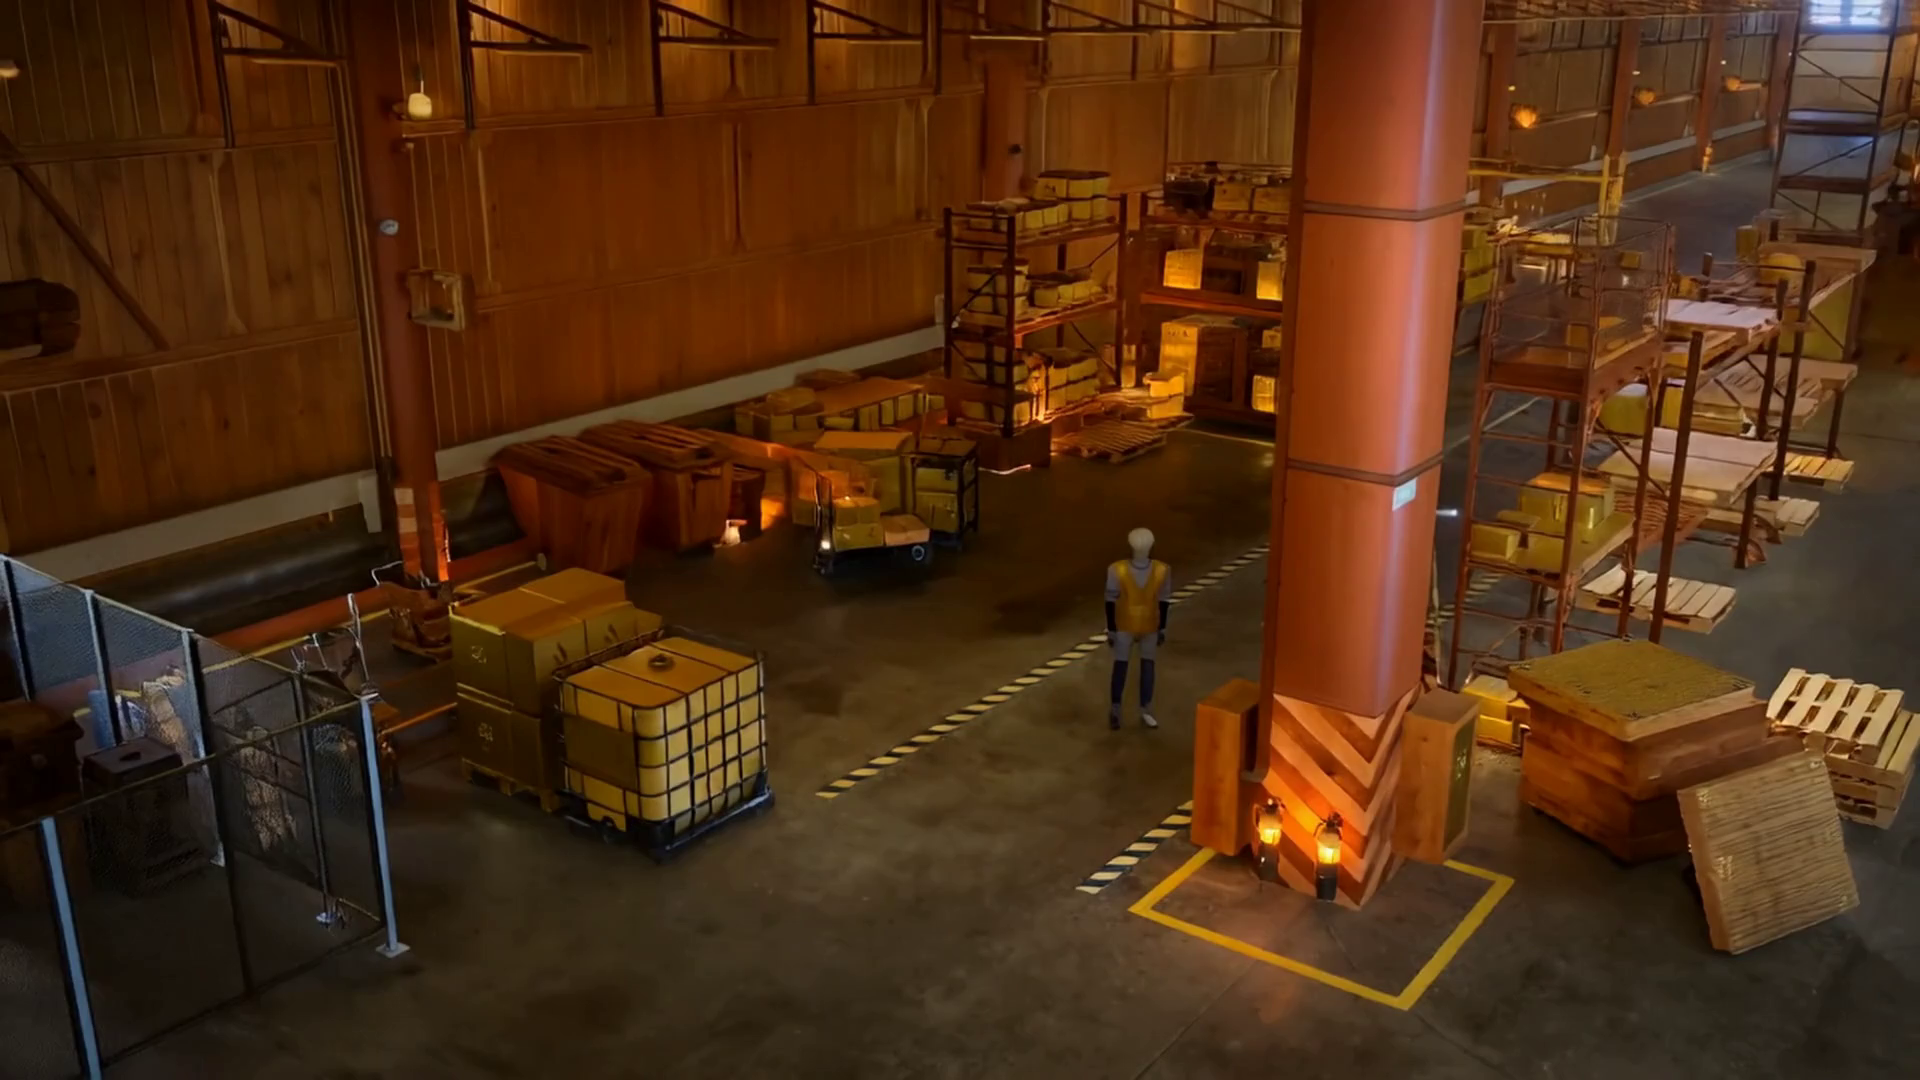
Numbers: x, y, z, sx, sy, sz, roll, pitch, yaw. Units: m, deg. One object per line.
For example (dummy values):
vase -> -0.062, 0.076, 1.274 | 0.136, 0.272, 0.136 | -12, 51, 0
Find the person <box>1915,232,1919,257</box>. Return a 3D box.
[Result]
person -> 17.937, -5.123, 30.784 | 0.551, 1.941, 0.342 | 5, 19, 15

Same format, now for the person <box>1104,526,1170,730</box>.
person -> 1.417, 0.702, 13.342 | 0.535, 1.699, 0.318 | -3, 18, -8

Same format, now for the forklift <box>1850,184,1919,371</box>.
forklift -> 15.277, -4.297, 26.770 | 1.129, 2.768, 1.873 | 13, 22, 34
